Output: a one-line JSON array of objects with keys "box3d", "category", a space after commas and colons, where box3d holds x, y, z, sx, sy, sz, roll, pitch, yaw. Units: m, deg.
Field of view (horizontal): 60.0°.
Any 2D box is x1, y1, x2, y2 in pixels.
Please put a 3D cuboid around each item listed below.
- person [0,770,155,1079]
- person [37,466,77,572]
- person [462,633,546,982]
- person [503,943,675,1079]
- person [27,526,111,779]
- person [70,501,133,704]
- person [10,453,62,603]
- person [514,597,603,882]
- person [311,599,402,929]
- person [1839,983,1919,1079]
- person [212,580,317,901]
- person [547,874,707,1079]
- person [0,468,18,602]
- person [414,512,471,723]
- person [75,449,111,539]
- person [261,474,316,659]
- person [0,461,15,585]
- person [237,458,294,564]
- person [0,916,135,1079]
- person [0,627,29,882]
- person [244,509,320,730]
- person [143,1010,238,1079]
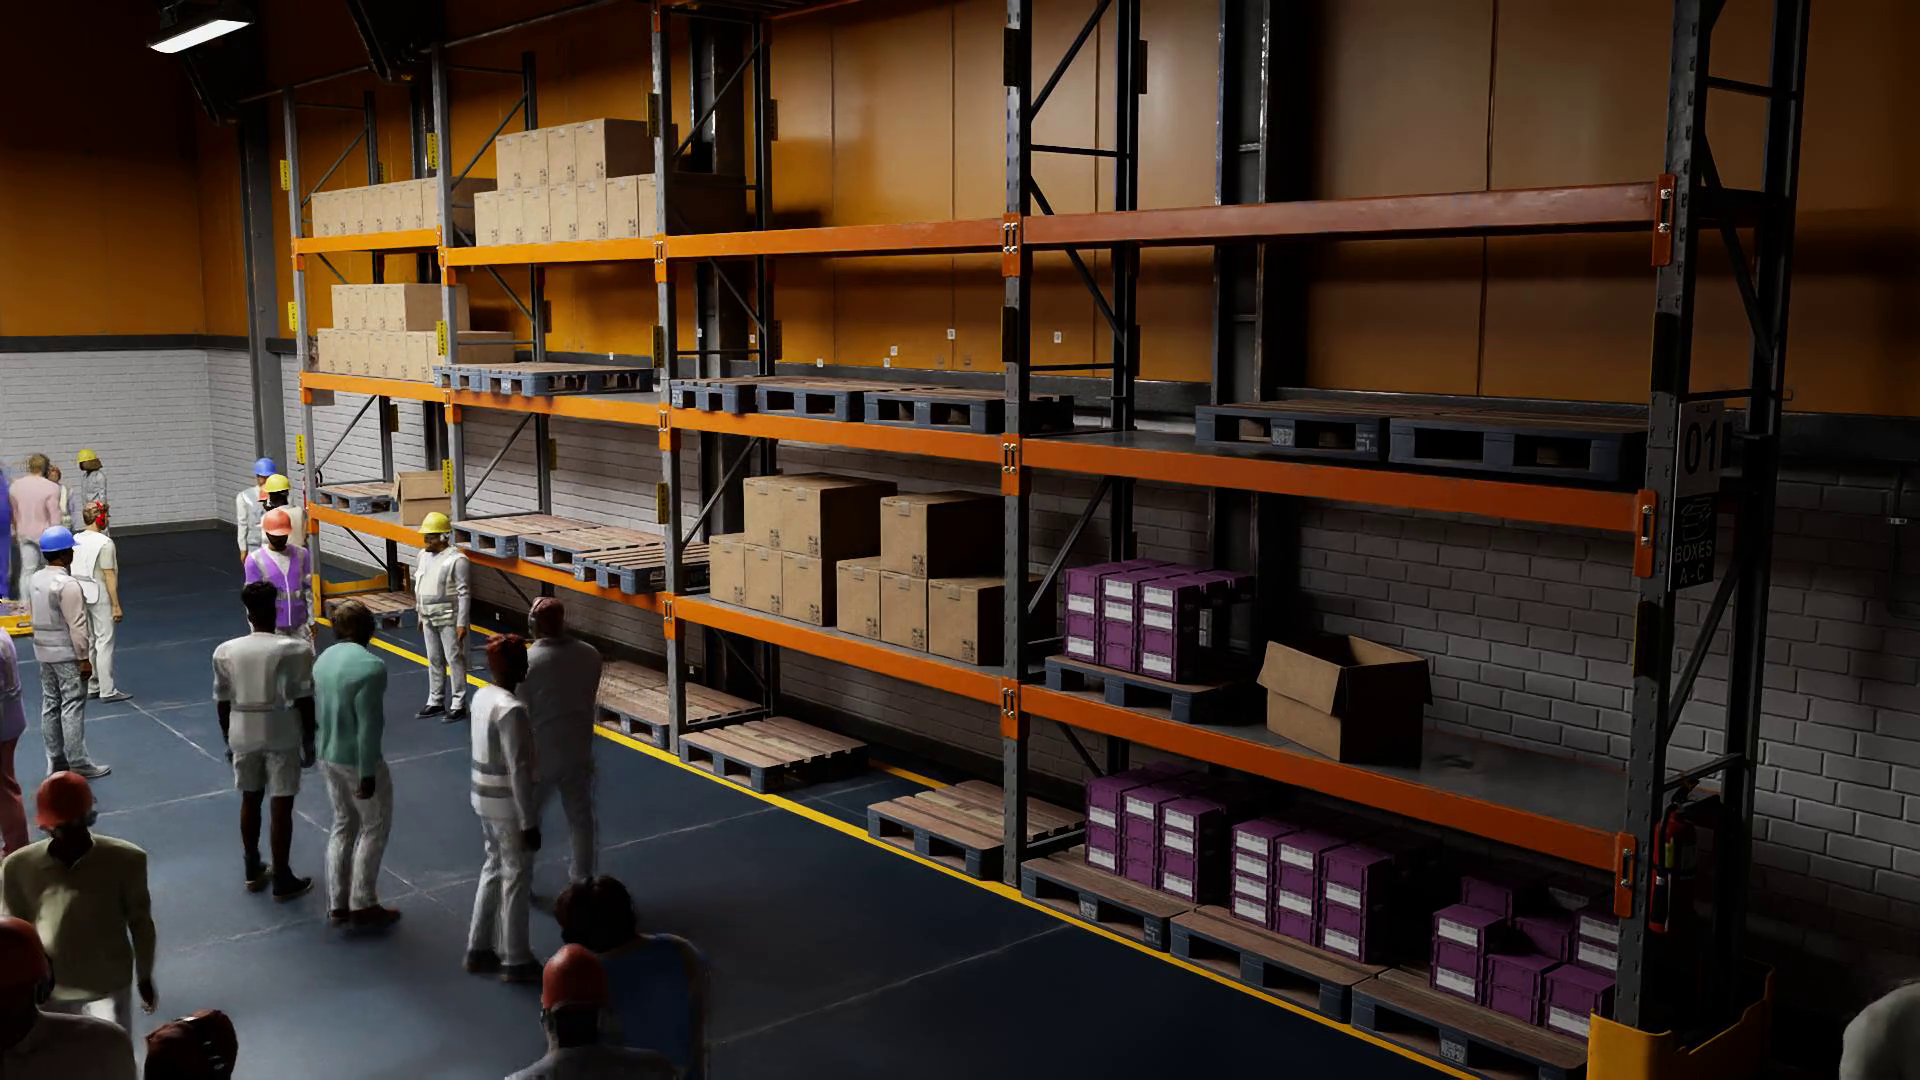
[{"box3d": [-3.629, 1.798, 6.850, 0.570, 1.751, 0.341, -2, 9, -16], "category": "person"}, {"box3d": [-11.305, -0.127, 20.709, 0.586, 1.617, 0.515, 7, 11, 42], "category": "person"}, {"box3d": [-2.458, 1.443, 8.942, 0.401, 1.872, 0.633, -6, 10, -37], "category": "person"}, {"box3d": [-1.098, 2.085, 4.941, 0.581, 1.727, 0.611, -2, 9, -16], "category": "person"}, {"box3d": [-6.825, 0.862, 12.667, 0.605, 1.951, 0.384, 5, 10, 31], "category": "person"}, {"box3d": [-7.841, 0.571, 15.099, 0.560, 1.836, 0.394, 5, 10, 31], "category": "person"}, {"box3d": [-10.507, -0.038, 19.076, 0.658, 1.908, 0.790, 1, 8, 6], "category": "person"}, {"box3d": [-2.505, 1.271, 10.105, 0.646, 1.868, 0.907, -6, 10, -38], "category": "person"}, {"box3d": [-3.572, 1.303, 9.783, 0.655, 1.897, 0.481, 6, 10, 35], "category": "person"}, {"box3d": [2.965, 1.976, 5.157, 0.640, 1.898, 0.728, -1, 8, -4], "category": "person"}, {"box3d": [-4.246, 1.221, 10.230, 0.601, 1.939, 0.551, 0, 8, 0], "category": "person"}, {"box3d": [-1.090, 1.974, 5.483, 0.469, 1.810, 0.633, 7, 11, 40], "category": "person"}, {"box3d": [-11.559, -0.200, 19.735, 0.648, 2.000, 0.709, 6, 10, 38], "category": "person"}, {"box3d": [-4.504, 0.667, 14.426, 0.587, 1.835, 0.404, 5, 10, 32], "category": "person"}, {"box3d": [-11.293, -0.323, 21.676, 0.491, 1.731, 0.324, 5, 10, 33], "category": "person"}, {"box3d": [-6.796, 0.295, 16.746, 0.403, 1.916, 0.583, 3, 9, 20], "category": "person"}, {"box3d": [-12.439, -0.372, 21.261, 0.607, 1.943, 0.403, -5, 9, -29], "category": "person"}, {"box3d": [-7.572, 0.070, 18.209, 0.605, 1.944, 0.407, -4, 9, -28], "category": "person"}, {"box3d": [-2.607, 1.998, 4.661, 0.617, 1.986, 0.408, -4, 9, -23], "category": "person"}, {"box3d": [-6.111, 1.195, 10.483, 0.393, 1.919, 0.582, -4, 9, -28], "category": "person"}, {"box3d": [-5.697, 0.684, 14.007, 0.553, 1.923, 0.391, -8, 11, -43], "category": "person"}, {"box3d": [-1.876, 2.106, 4.303, 0.582, 1.876, 0.377, 4, 9, 28], "category": "person"}]
